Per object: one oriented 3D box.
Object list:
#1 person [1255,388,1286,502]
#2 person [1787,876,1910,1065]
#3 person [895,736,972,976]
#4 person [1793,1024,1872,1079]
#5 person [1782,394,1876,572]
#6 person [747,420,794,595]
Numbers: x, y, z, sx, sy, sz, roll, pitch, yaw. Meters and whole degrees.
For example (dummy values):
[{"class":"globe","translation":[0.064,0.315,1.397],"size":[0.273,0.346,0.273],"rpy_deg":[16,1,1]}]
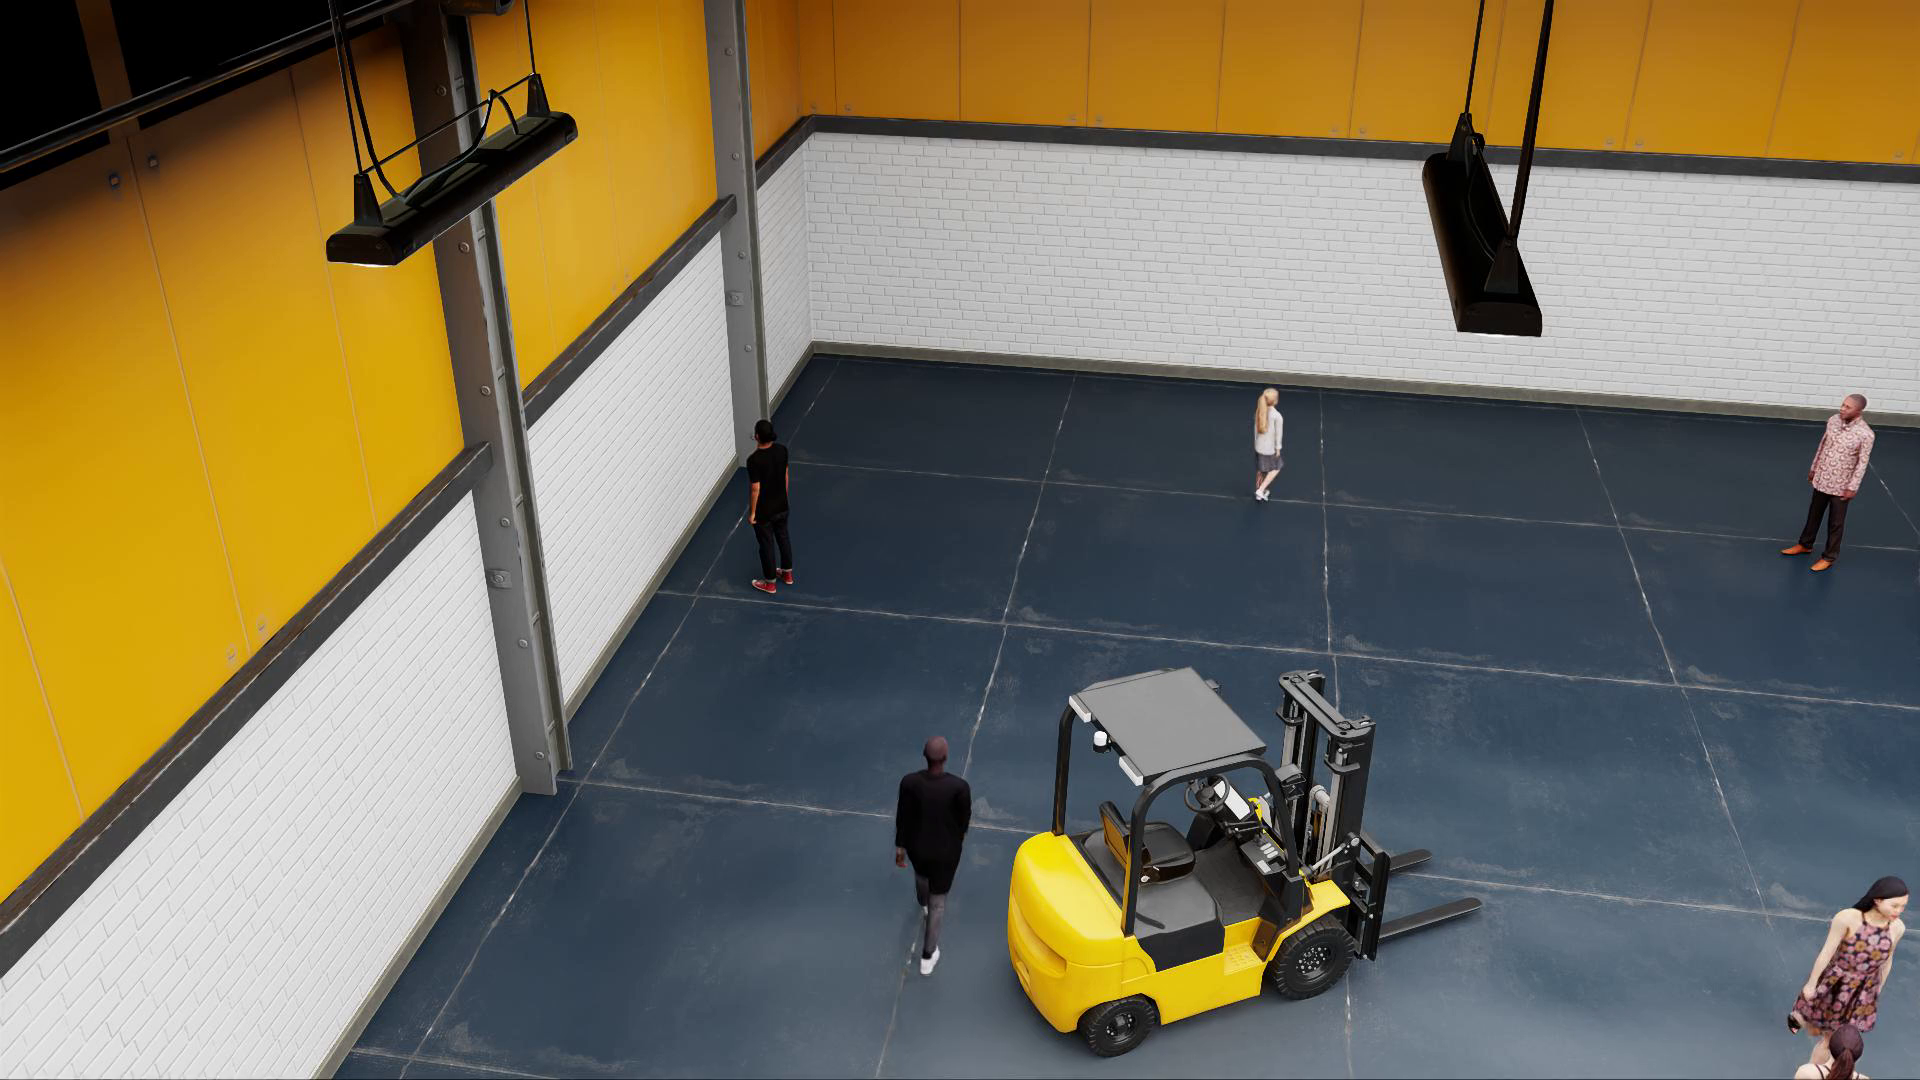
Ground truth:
[{"class":"person","translation":[3.188,-0.976,17.420],"size":[0.704,1.270,0.646],"rpy_deg":[-23,36,-35]},{"class":"person","translation":[5.371,2.702,10.174],"size":[0.639,1.750,0.869],"rpy_deg":[4,29,8]},{"class":"person","translation":[-0.203,2.158,11.197],"size":[0.682,1.727,1.065],"rpy_deg":[5,29,10]},{"class":"person","translation":[4.720,3.317,9.197],"size":[0.586,1.608,0.546],"rpy_deg":[8,30,15]},{"class":"person","translation":[8.505,-0.588,16.146],"size":[0.843,1.808,0.723],"rpy_deg":[-11,30,-19]},{"class":"person","translation":[-1.797,-0.332,15.729],"size":[0.787,1.758,0.690],"rpy_deg":[25,37,37]}]
